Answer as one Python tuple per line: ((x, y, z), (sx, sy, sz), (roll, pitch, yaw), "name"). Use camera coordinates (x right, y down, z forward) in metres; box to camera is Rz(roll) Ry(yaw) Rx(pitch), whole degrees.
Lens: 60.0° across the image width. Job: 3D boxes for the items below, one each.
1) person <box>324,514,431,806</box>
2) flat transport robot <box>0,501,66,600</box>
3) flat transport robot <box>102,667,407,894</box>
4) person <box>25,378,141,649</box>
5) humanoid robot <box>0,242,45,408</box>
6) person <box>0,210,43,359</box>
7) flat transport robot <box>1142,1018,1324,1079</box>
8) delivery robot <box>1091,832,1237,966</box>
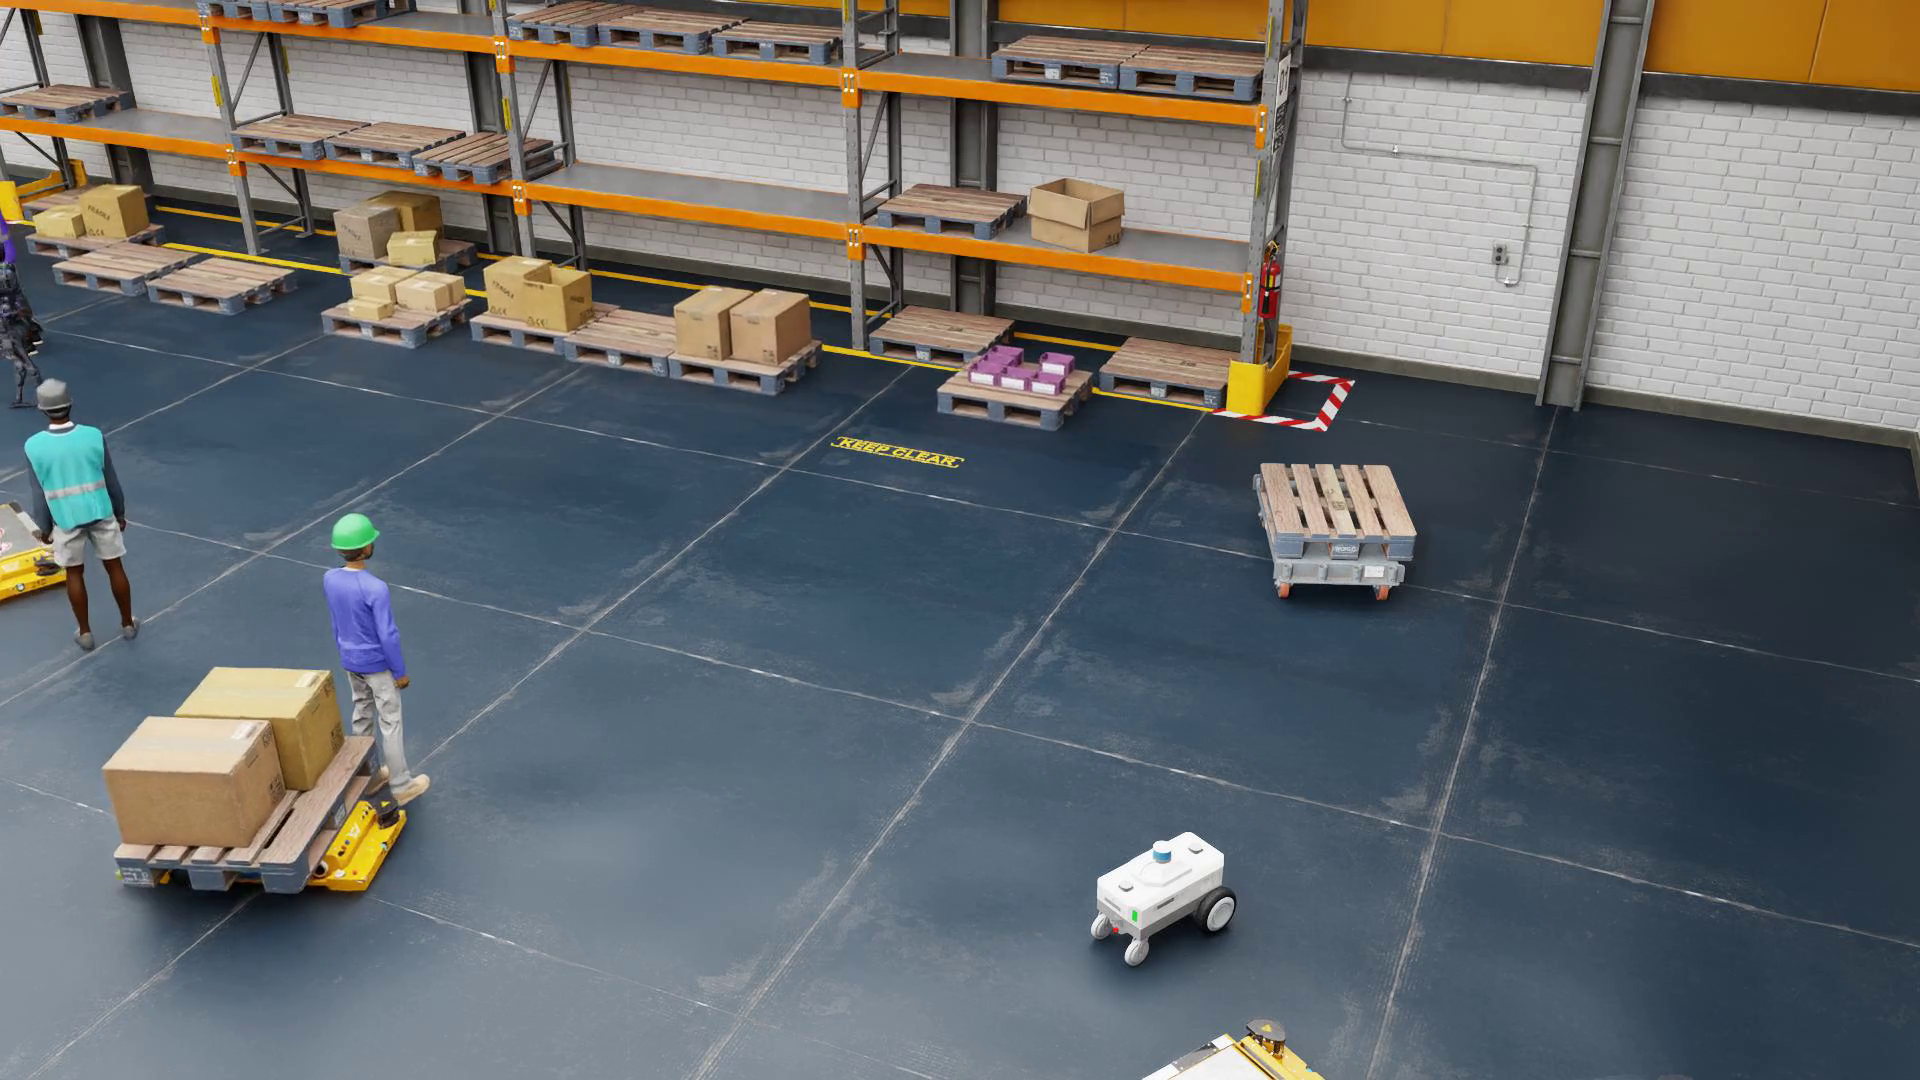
((-3.462, 0.705, 9.834), (0.458, 1.864, 0.380), (12, 30, 22), "person")
((-7.419, 0.079, 12.778), (0.659, 0.231, 1.431), (-22, 34, -35), "flat transport robot")
((-4.015, 1.726, 9.585), (1.431, 0.231, 0.659), (2, 27, 3), "flat transport robot")
((-6.072, -0.178, 11.494), (0.567, 1.915, 0.494), (-17, 32, -29), "person")
((-8.601, -1.967, 15.225), (0.636, 1.641, 0.588), (-2, 27, -4), "humanoid robot")
((-9.573, -2.775, 16.486), (0.393, 1.953, 0.616), (-9, 29, -17), "person")
((1.102, 2.725, 7.647), (1.431, 0.231, 0.659), (-17, 32, -30), "flat transport robot")
((1.079, 1.883, 8.954), (0.774, 0.581, 0.499), (-20, 33, -33), "delivery robot")
